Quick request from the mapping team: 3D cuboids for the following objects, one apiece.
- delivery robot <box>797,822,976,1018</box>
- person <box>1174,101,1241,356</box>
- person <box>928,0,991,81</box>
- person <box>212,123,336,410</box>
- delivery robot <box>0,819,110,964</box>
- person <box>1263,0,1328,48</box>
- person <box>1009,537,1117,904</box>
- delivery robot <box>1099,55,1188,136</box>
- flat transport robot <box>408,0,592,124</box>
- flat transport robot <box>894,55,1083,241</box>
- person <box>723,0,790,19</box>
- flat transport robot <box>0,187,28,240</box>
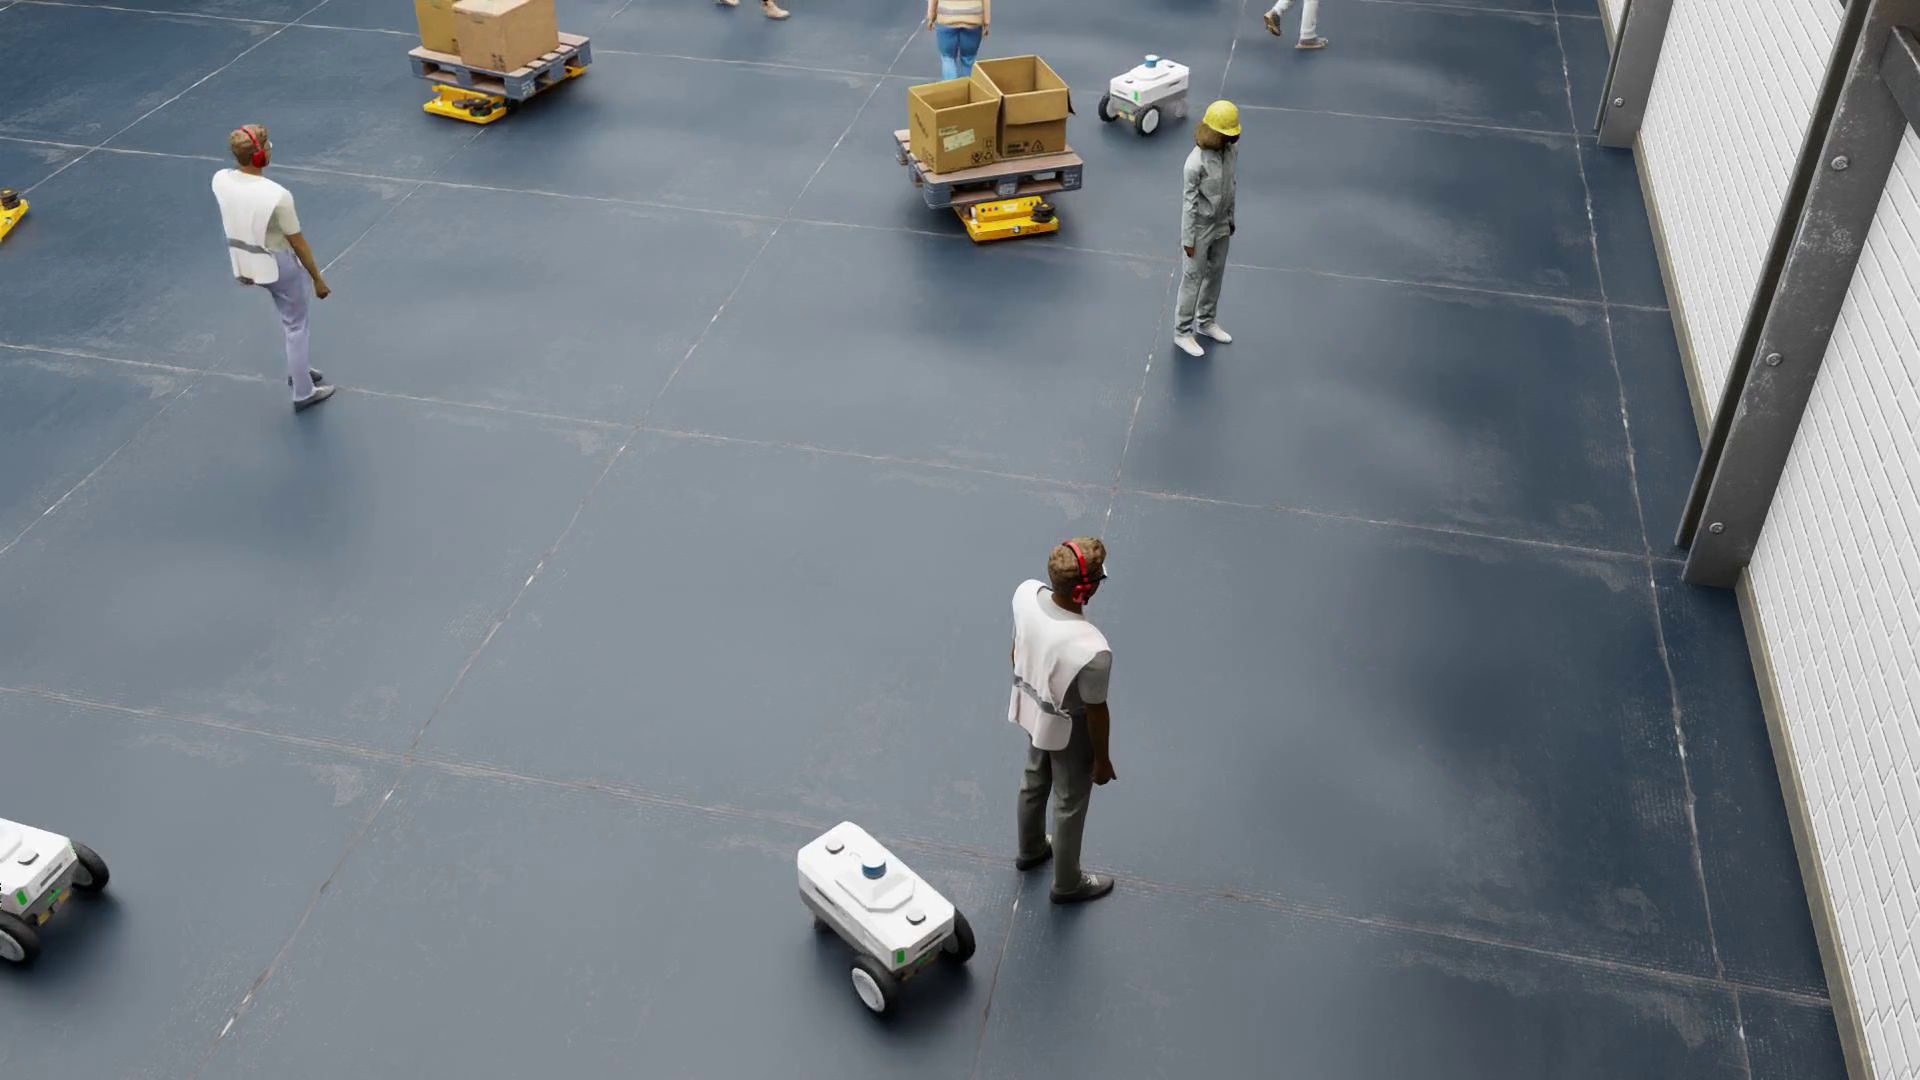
[{"bbox_3d":[-0.321,1.540,6.925,0.527,0.601,0.773,-29,46,-33],"label":"delivery robot"},{"bbox_3d":[1.606,-1.998,10.673,0.321,1.728,0.488,30,46,34],"label":"person"},{"bbox_3d":[-0.006,-4.305,13.776,0.526,1.705,0.492,2,37,3],"label":"person"},{"bbox_3d":[-4.123,-1.661,10.139,0.588,1.825,0.541,19,41,24],"label":"person"},{"bbox_3d":[-4.105,1.410,7.096,0.769,0.598,0.512,11,38,14],"label":"delivery robot"},{"bbox_3d":[3.145,-5.428,15.149,0.525,1.867,0.645,-11,38,-15],"label":"person"},{"bbox_3d":[0.415,0.765,6.878,0.379,1.844,0.568,-22,42,-27],"label":"person"},{"bbox_3d":[1.586,-3.783,14.037,0.785,0.589,0.499,-29,46,-33],"label":"delivery robot"},{"bbox_3d":[-3.987,-4.029,14.610,0.659,0.231,1.431,17,40,21],"label":"flat transport robot"},{"bbox_3d":[0.219,-2.732,12.874,0.659,0.231,1.431,-10,38,-14],"label":"flat transport robot"},{"bbox_3d":[-2.067,-5.879,15.924,0.847,1.655,0.534,12,38,15],"label":"person"},{"bbox_3d":[-7.833,-2.386,12.411,1.431,0.231,0.659,-2,37,-3],"label":"flat transport robot"}]
